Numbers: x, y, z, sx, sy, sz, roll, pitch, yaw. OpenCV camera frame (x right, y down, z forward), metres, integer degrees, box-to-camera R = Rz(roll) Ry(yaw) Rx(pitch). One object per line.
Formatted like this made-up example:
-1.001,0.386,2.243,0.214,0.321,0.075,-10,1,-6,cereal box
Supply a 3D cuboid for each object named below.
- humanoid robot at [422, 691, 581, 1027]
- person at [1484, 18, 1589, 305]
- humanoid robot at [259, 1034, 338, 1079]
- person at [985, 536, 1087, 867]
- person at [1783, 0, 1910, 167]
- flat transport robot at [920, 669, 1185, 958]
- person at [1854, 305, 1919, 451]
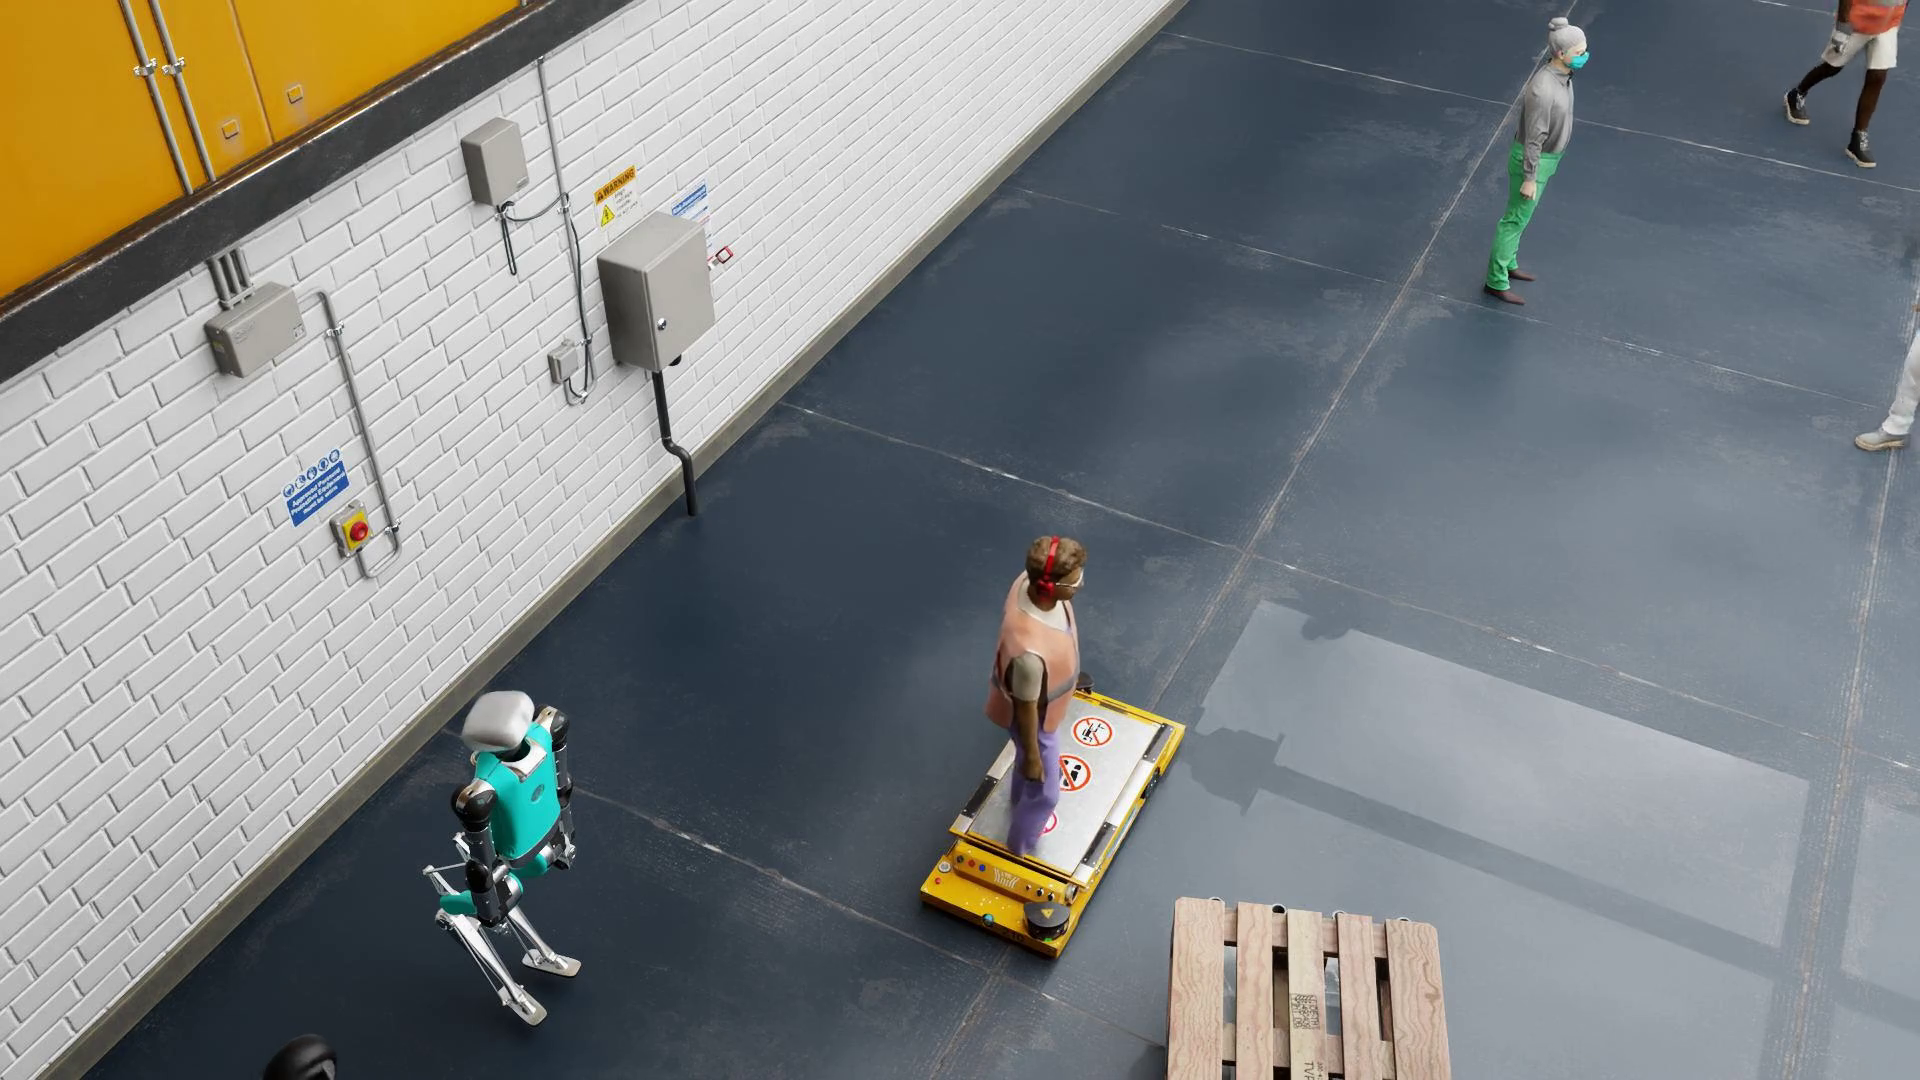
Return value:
-1.786,1.150,6.276,0.735,1.681,0.533,19,44,21,humanoid robot
3.603,-2.365,10.379,0.339,1.839,0.513,19,44,21,person
-1.936,2.115,5.306,0.616,1.642,0.335,18,44,20,humanoid robot
0.304,0.695,6.841,0.399,1.831,0.572,3,41,4,person
6.519,-3.755,11.929,0.607,1.920,0.973,-5,41,-5,person
0.447,1.178,7.472,0.659,0.231,1.431,19,44,21,flat transport robot
5.516,-1.253,9.066,0.590,1.864,0.586,-7,41,-8,person
